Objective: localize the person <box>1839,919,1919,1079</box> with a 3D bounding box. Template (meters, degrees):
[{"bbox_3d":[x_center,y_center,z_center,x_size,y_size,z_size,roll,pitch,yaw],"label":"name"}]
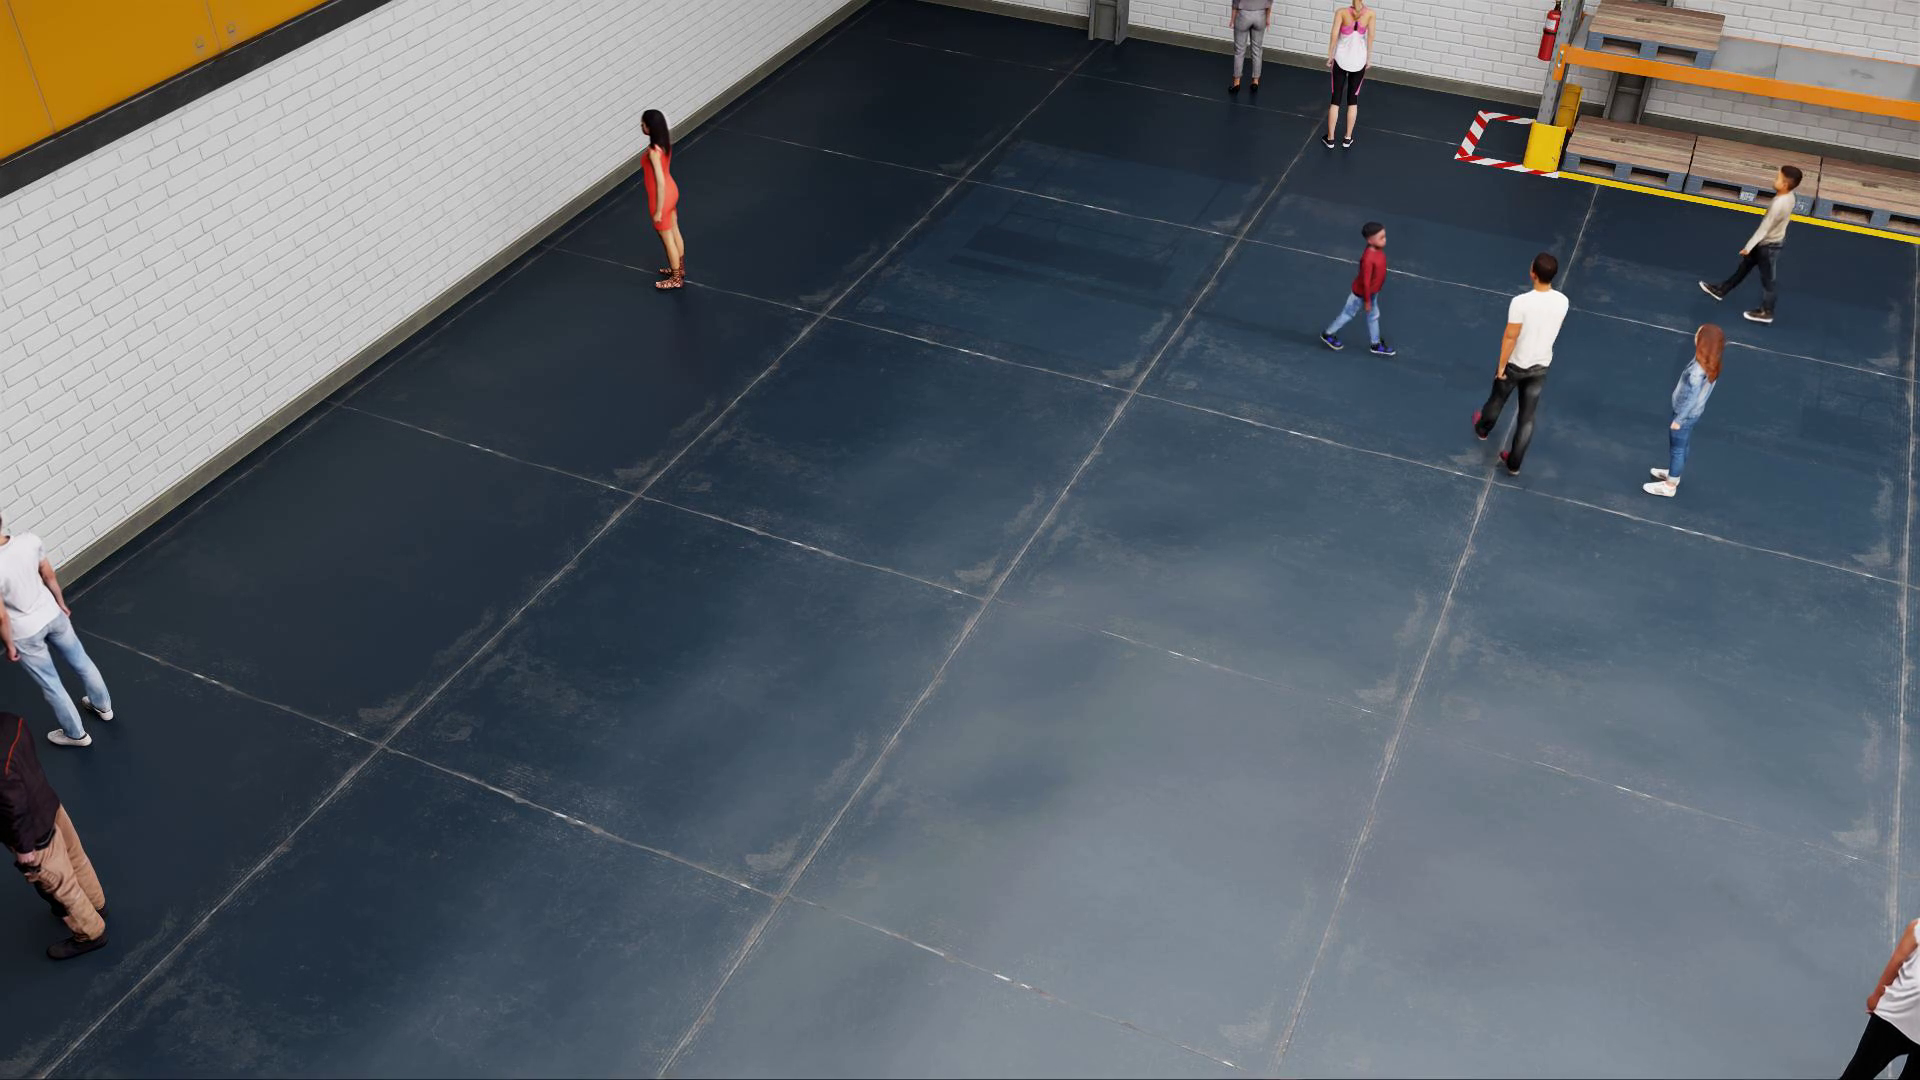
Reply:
[{"bbox_3d":[4.795,2.369,8.236,0.559,1.688,0.732,20,43,23],"label":"person"}]

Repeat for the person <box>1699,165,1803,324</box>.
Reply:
[{"bbox_3d":[7.193,-2.577,14.626,0.949,1.443,0.646,22,44,26],"label":"person"}]

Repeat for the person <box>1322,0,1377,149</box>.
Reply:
[{"bbox_3d":[4.056,-4.964,17.337,0.589,1.788,0.732,2,39,3],"label":"person"}]

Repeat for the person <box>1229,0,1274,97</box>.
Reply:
[{"bbox_3d":[3.211,-5.755,18.418,0.684,1.677,0.781,-4,39,-5],"label":"person"}]

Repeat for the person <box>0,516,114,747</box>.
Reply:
[{"bbox_3d":[-5.785,0.527,10.413,0.557,1.850,0.652,14,41,16],"label":"person"}]

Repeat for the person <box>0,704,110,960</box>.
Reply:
[{"bbox_3d":[-5.074,1.534,9.091,0.831,1.925,0.788,-10,40,-12],"label":"person"}]

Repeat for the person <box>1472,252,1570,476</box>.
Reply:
[{"bbox_3d":[4.383,-1.300,12.768,1.044,1.765,1.003,-3,39,-3],"label":"person"}]

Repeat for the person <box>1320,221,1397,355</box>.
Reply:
[{"bbox_3d":[3.410,-2.156,14.266,0.877,1.233,0.533,18,42,21],"label":"person"}]

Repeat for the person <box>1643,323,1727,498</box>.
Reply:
[{"bbox_3d":[5.528,-0.992,12.614,0.533,1.476,0.593,22,44,25],"label":"person"}]

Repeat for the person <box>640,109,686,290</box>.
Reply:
[{"bbox_3d":[-2.681,-3.080,15.033,0.629,1.719,0.656,3,39,3],"label":"person"}]
